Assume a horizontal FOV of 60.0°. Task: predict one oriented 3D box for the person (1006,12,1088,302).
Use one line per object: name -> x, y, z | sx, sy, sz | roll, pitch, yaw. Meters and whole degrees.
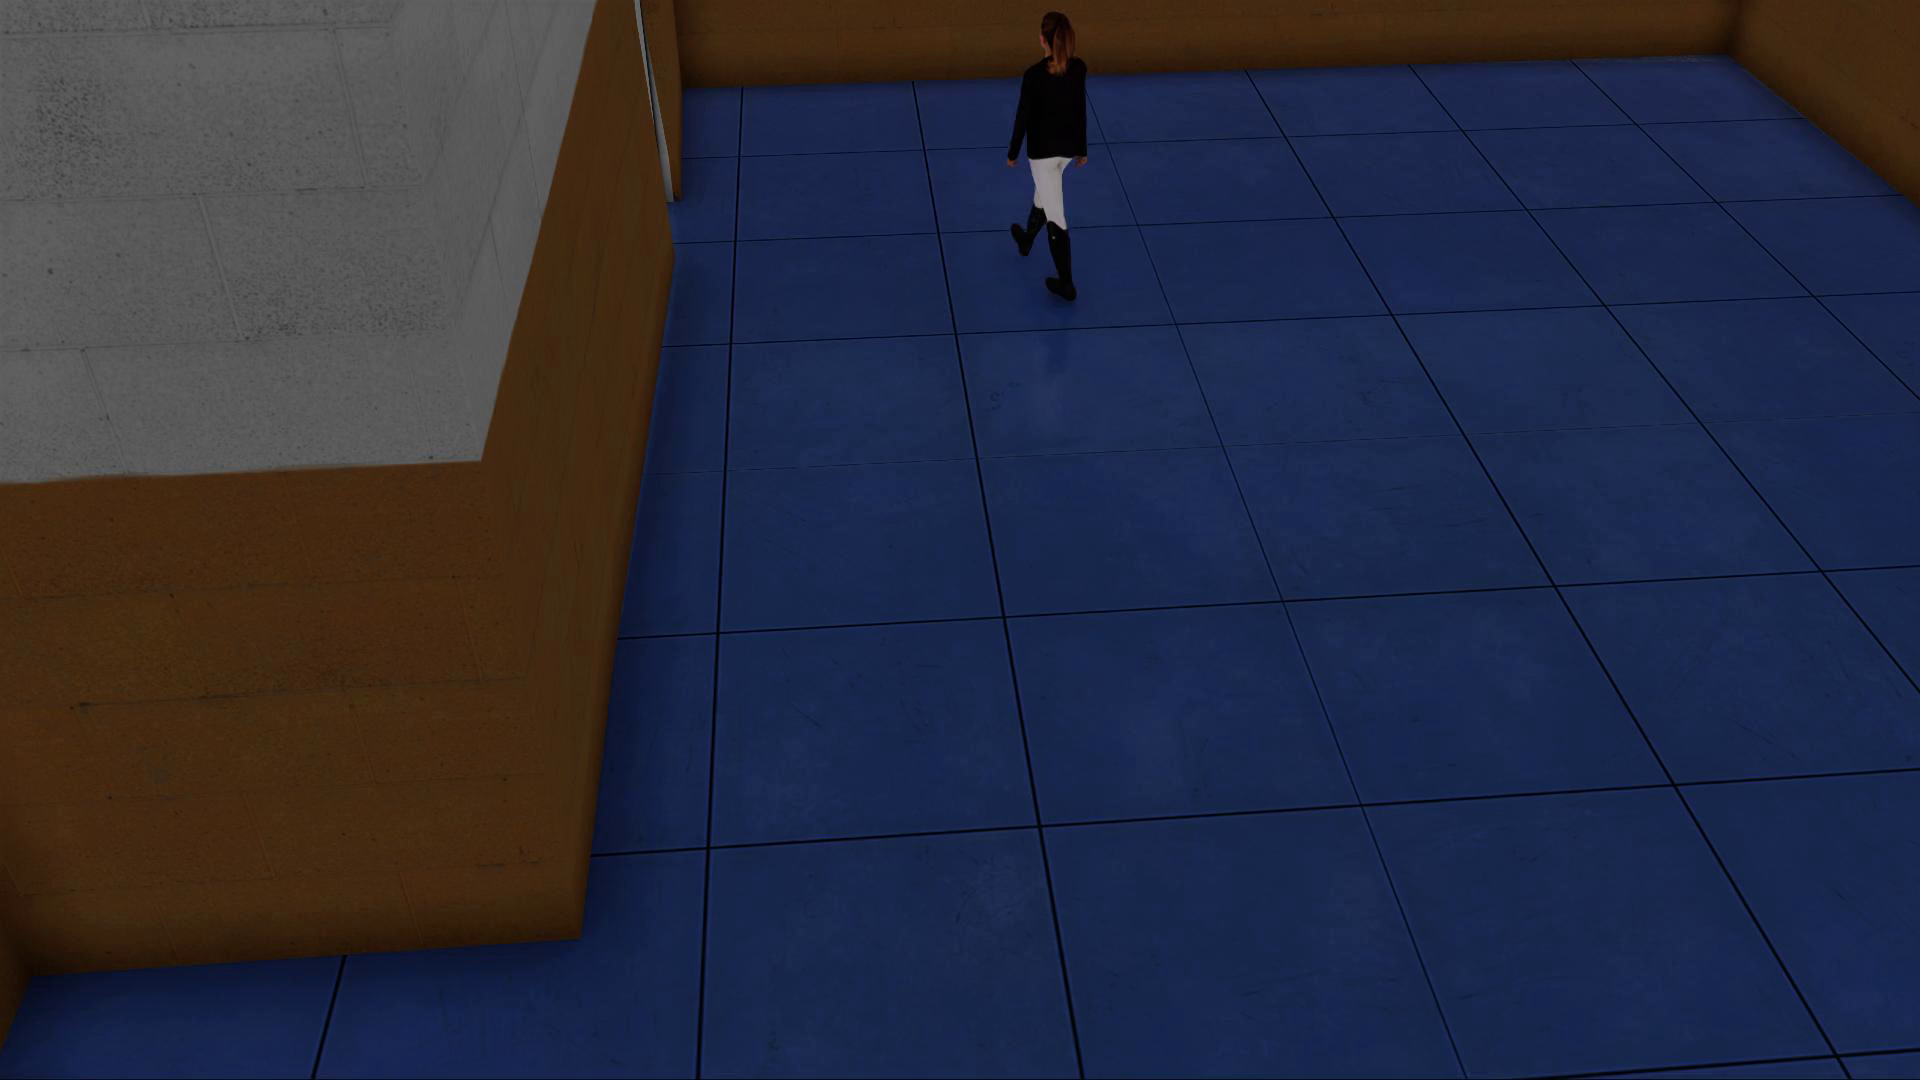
person -> 0.588, -2.197, 9.776 | 1.078, 1.698, 0.956 | -20, 41, -24
